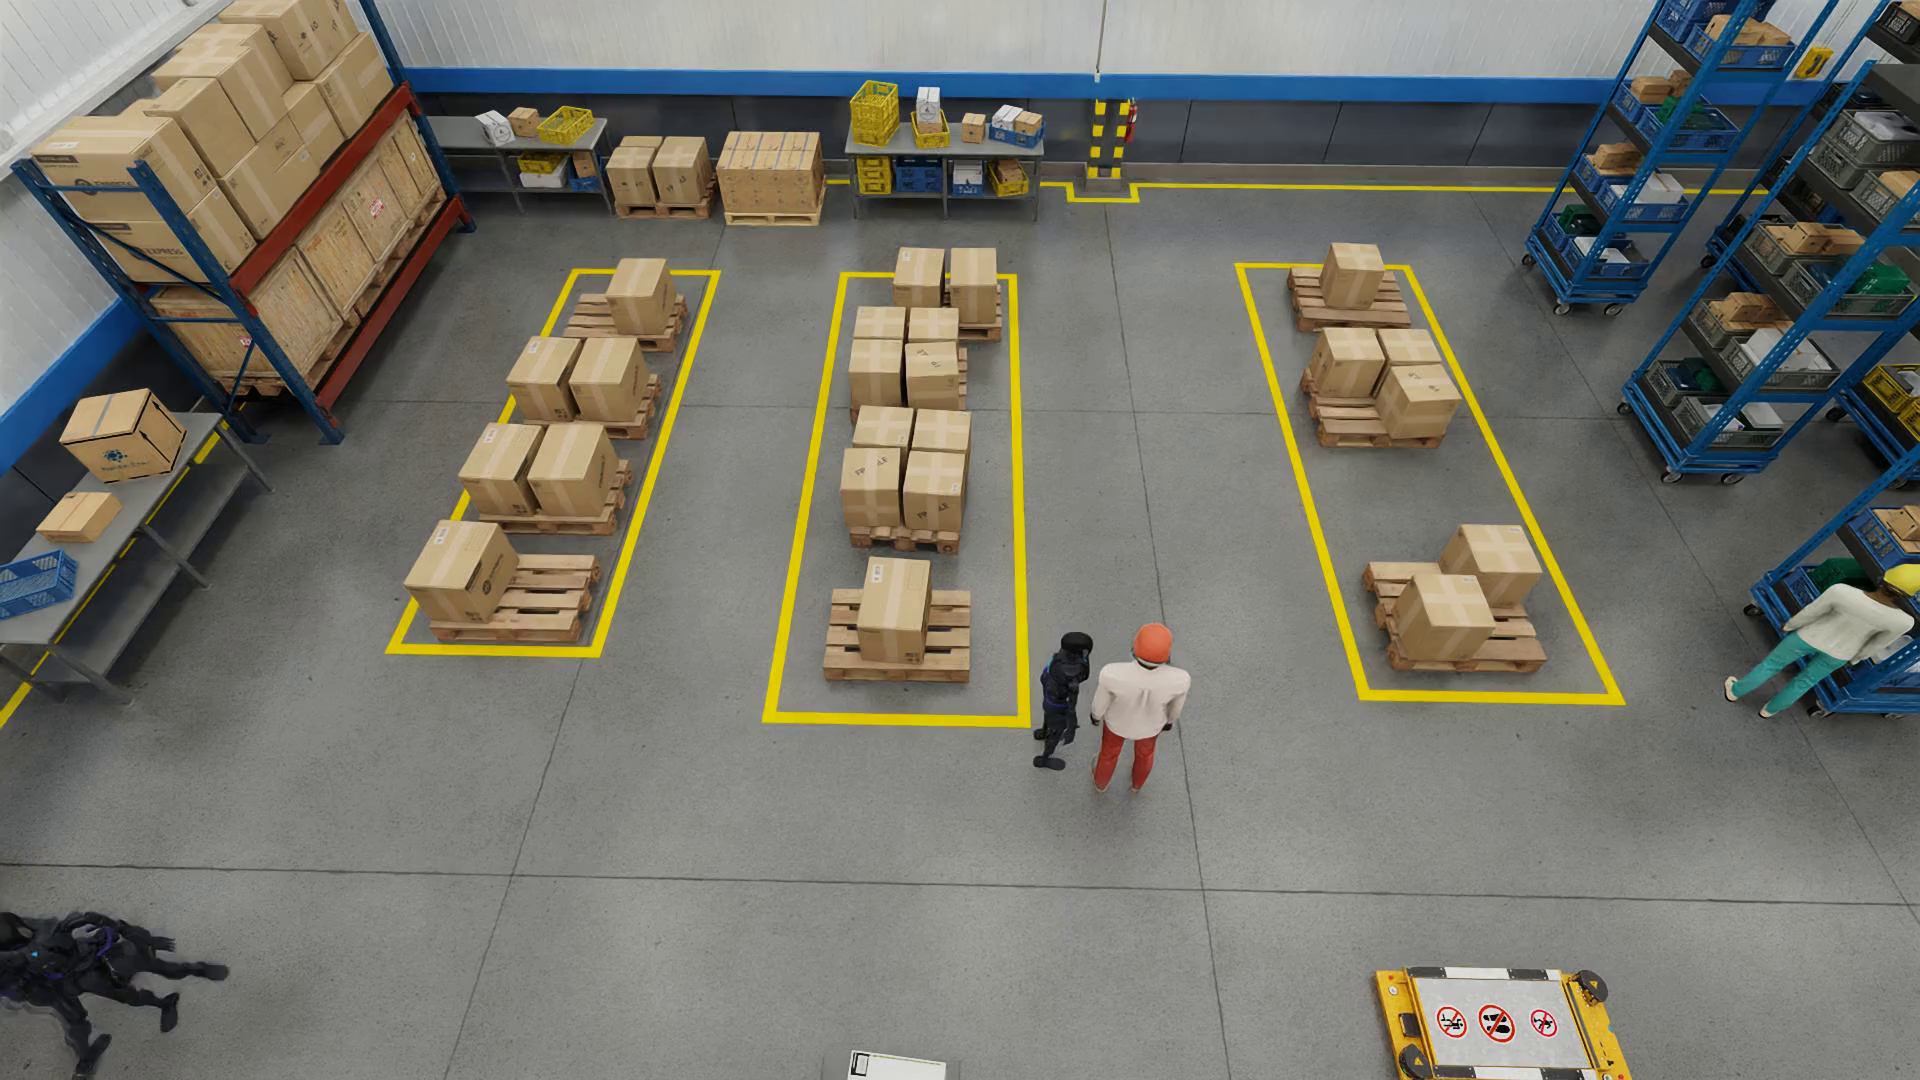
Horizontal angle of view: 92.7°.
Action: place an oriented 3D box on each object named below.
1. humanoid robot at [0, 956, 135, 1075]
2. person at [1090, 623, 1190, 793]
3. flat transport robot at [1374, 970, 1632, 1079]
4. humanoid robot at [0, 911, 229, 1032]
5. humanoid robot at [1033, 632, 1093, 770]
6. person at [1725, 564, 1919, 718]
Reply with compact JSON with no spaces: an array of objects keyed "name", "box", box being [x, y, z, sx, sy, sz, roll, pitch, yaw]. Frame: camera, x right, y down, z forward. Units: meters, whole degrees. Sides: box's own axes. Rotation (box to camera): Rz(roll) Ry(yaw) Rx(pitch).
[{"name":"humanoid robot","box":[-5.595,2.635,5.462,0.559,1.623,0.739,7,51,5]},{"name":"person","box":[1.206,1.210,6.386,0.610,1.994,0.392,3,51,3]},{"name":"flat transport robot","box":[3.501,3.133,5.914,1.431,0.197,0.652,1,51,1]},{"name":"humanoid robot","box":[-5.179,2.548,5.504,0.607,1.644,0.358,-31,57,-23]},{"name":"humanoid robot","box":[0.746,1.144,6.645,0.346,1.651,0.565,-1,51,-1]},{"name":"person","box":[6.503,0.763,6.897,0.521,1.768,0.309,35,59,25]}]
